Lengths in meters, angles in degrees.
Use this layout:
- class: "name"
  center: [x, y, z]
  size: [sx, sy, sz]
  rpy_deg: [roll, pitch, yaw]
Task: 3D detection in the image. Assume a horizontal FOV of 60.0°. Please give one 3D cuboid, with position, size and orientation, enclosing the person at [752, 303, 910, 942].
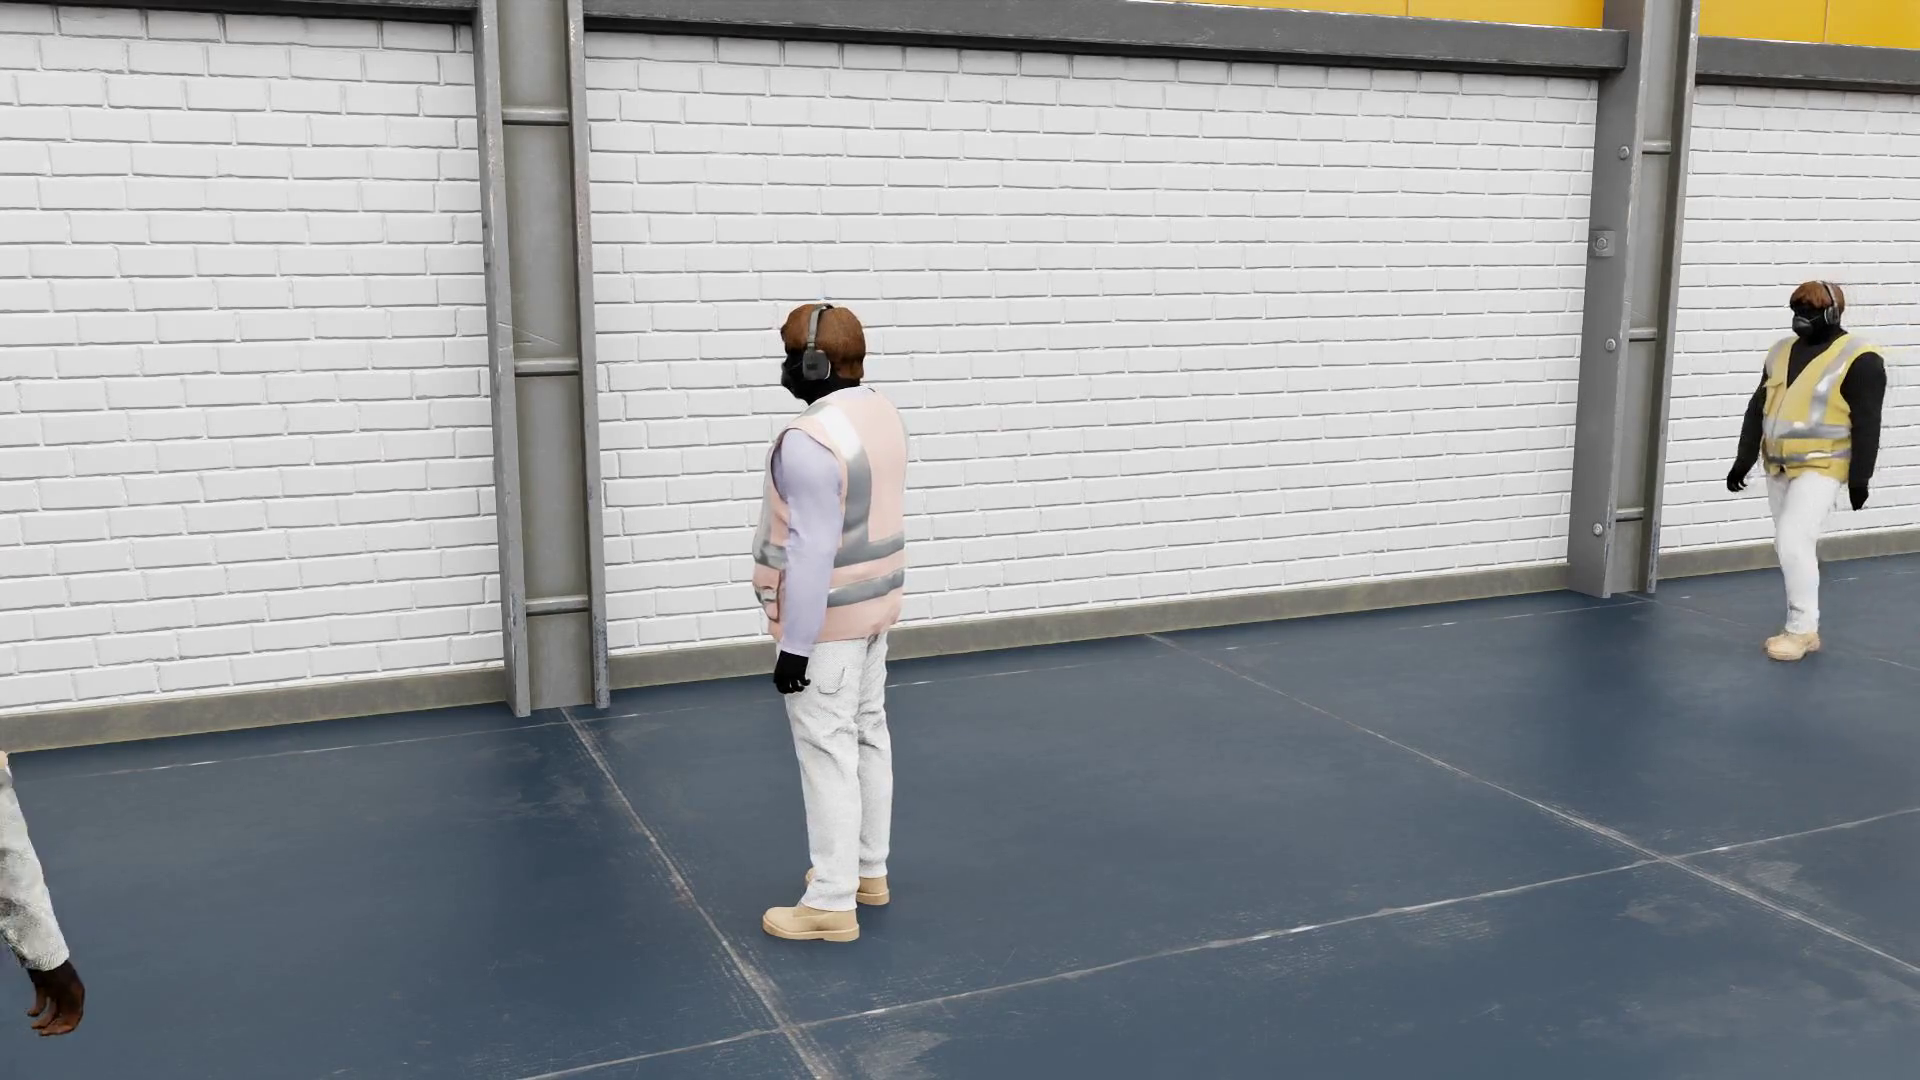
- class: "person"
  center: [-0.382, 0.238, 4.844]
  size: [0.429, 1.841, 0.633]
  rpy_deg: [3, 11, 18]

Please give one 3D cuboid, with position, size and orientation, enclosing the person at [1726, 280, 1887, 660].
- class: "person"
  center: [4.033, -0.334, 8.039]
  size: [0.564, 1.820, 0.629]
  rpy_deg: [-2, 11, -13]

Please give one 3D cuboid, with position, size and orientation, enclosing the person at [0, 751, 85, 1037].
- class: "person"
  center: [-1.615, 0.652, 2.467]
  size: [0.986, 1.873, 0.606]
  rpy_deg: [1, 10, 3]
